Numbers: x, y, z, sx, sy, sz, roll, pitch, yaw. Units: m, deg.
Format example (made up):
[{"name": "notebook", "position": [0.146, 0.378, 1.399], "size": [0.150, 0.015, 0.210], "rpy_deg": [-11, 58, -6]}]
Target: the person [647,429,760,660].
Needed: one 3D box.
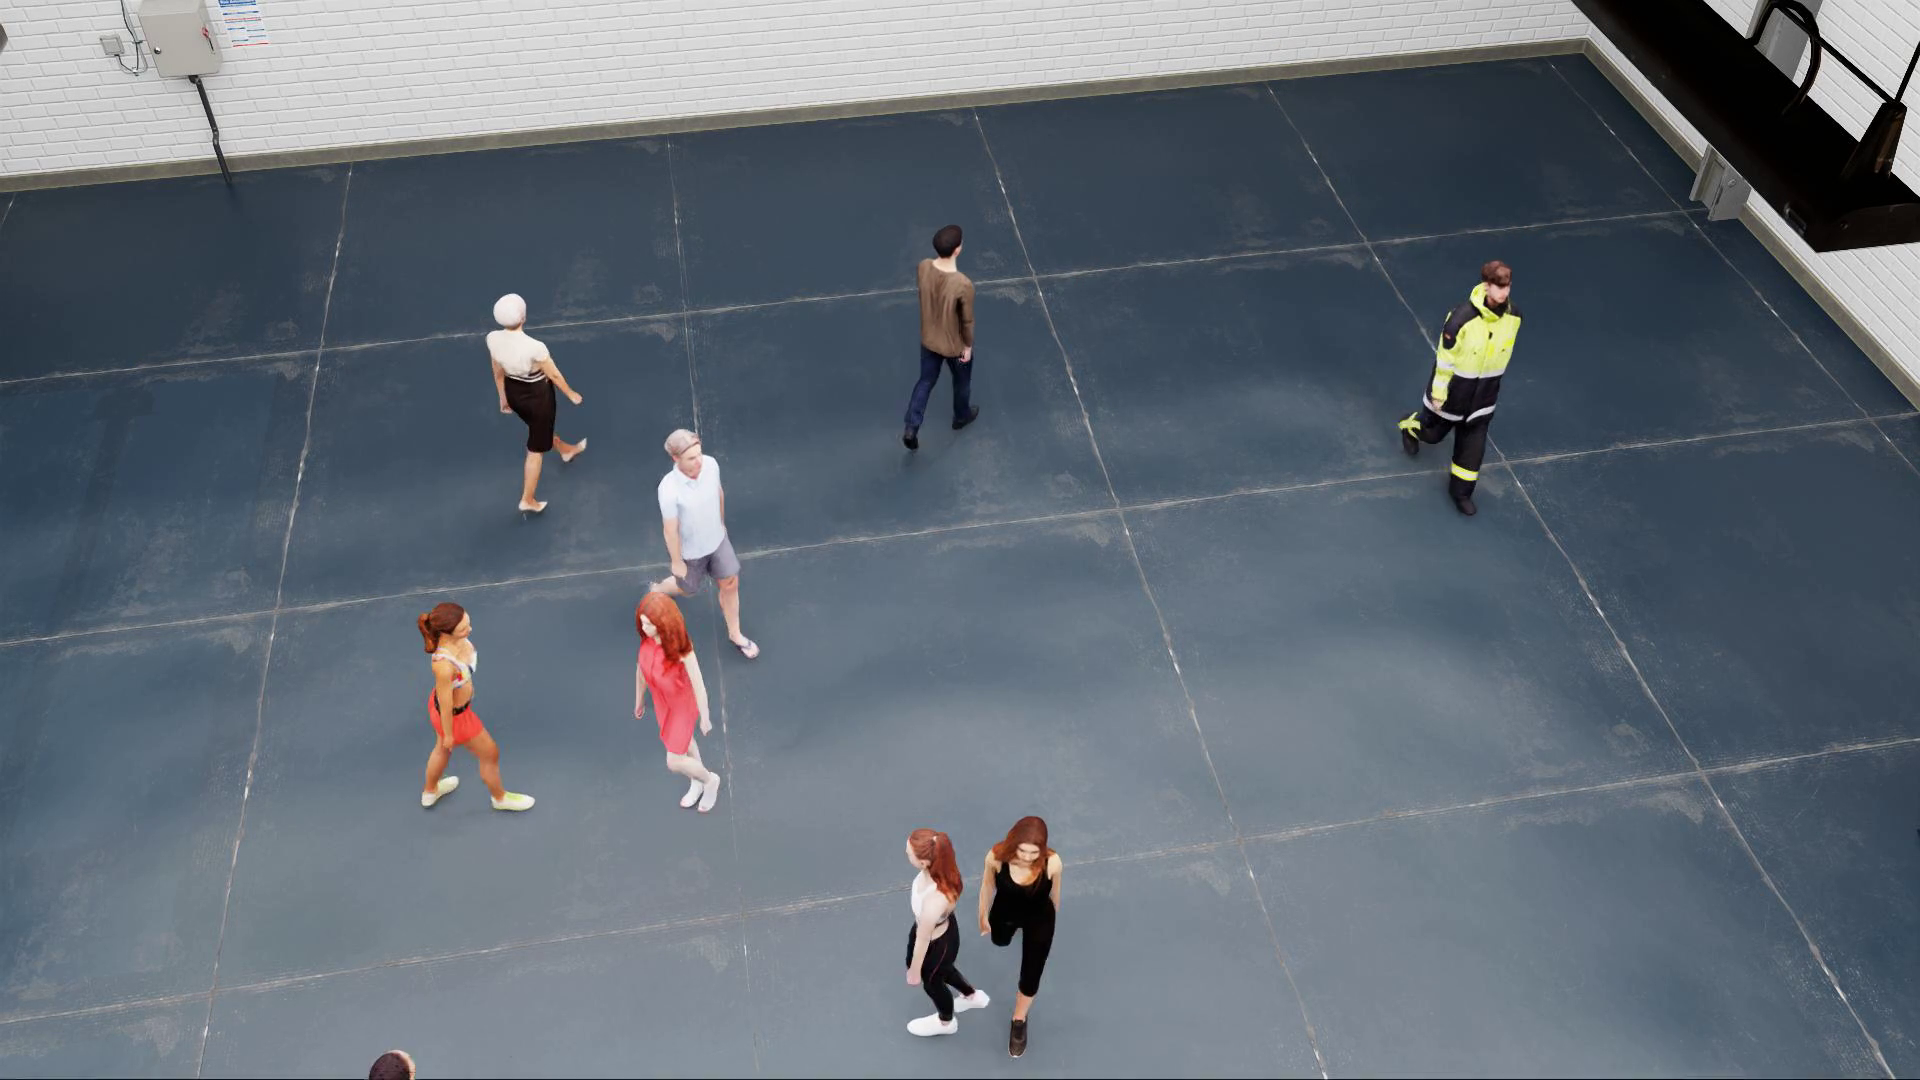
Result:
[{"name": "person", "position": [-1.744, -0.022, 10.651], "size": [1.204, 1.803, 1.085], "rpy_deg": [32, 52, 29]}]

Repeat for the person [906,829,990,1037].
[{"name": "person", "position": [-0.031, 2.049, 8.526], "size": [0.697, 1.736, 0.647], "rpy_deg": [-2, 44, -2]}]

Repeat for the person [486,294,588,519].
[{"name": "person", "position": [-3.050, -0.886, 11.625], "size": [1.055, 1.712, 1.173], "rpy_deg": [21, 48, 21]}]

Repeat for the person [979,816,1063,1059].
[{"name": "person", "position": [0.343, 1.896, 8.718], "size": [0.859, 1.693, 1.188], "rpy_deg": [9, 44, 9]}]

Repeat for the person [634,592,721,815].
[{"name": "person", "position": [-1.575, 0.909, 9.666], "size": [0.691, 1.814, 0.773], "rpy_deg": [35, 53, 31]}]

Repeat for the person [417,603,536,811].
[{"name": "person", "position": [-2.983, 1.001, 9.618], "size": [0.656, 1.748, 0.829], "rpy_deg": [-9, 44, -10]}]

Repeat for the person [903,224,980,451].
[{"name": "person", "position": [-0.155, -1.440, 12.093], "size": [1.059, 1.868, 1.160], "rpy_deg": [23, 48, 22]}]

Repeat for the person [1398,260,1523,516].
[{"name": "person", "position": [3.524, -1.156, 11.733], "size": [0.806, 1.952, 1.167], "rpy_deg": [-10, 45, -11]}]
